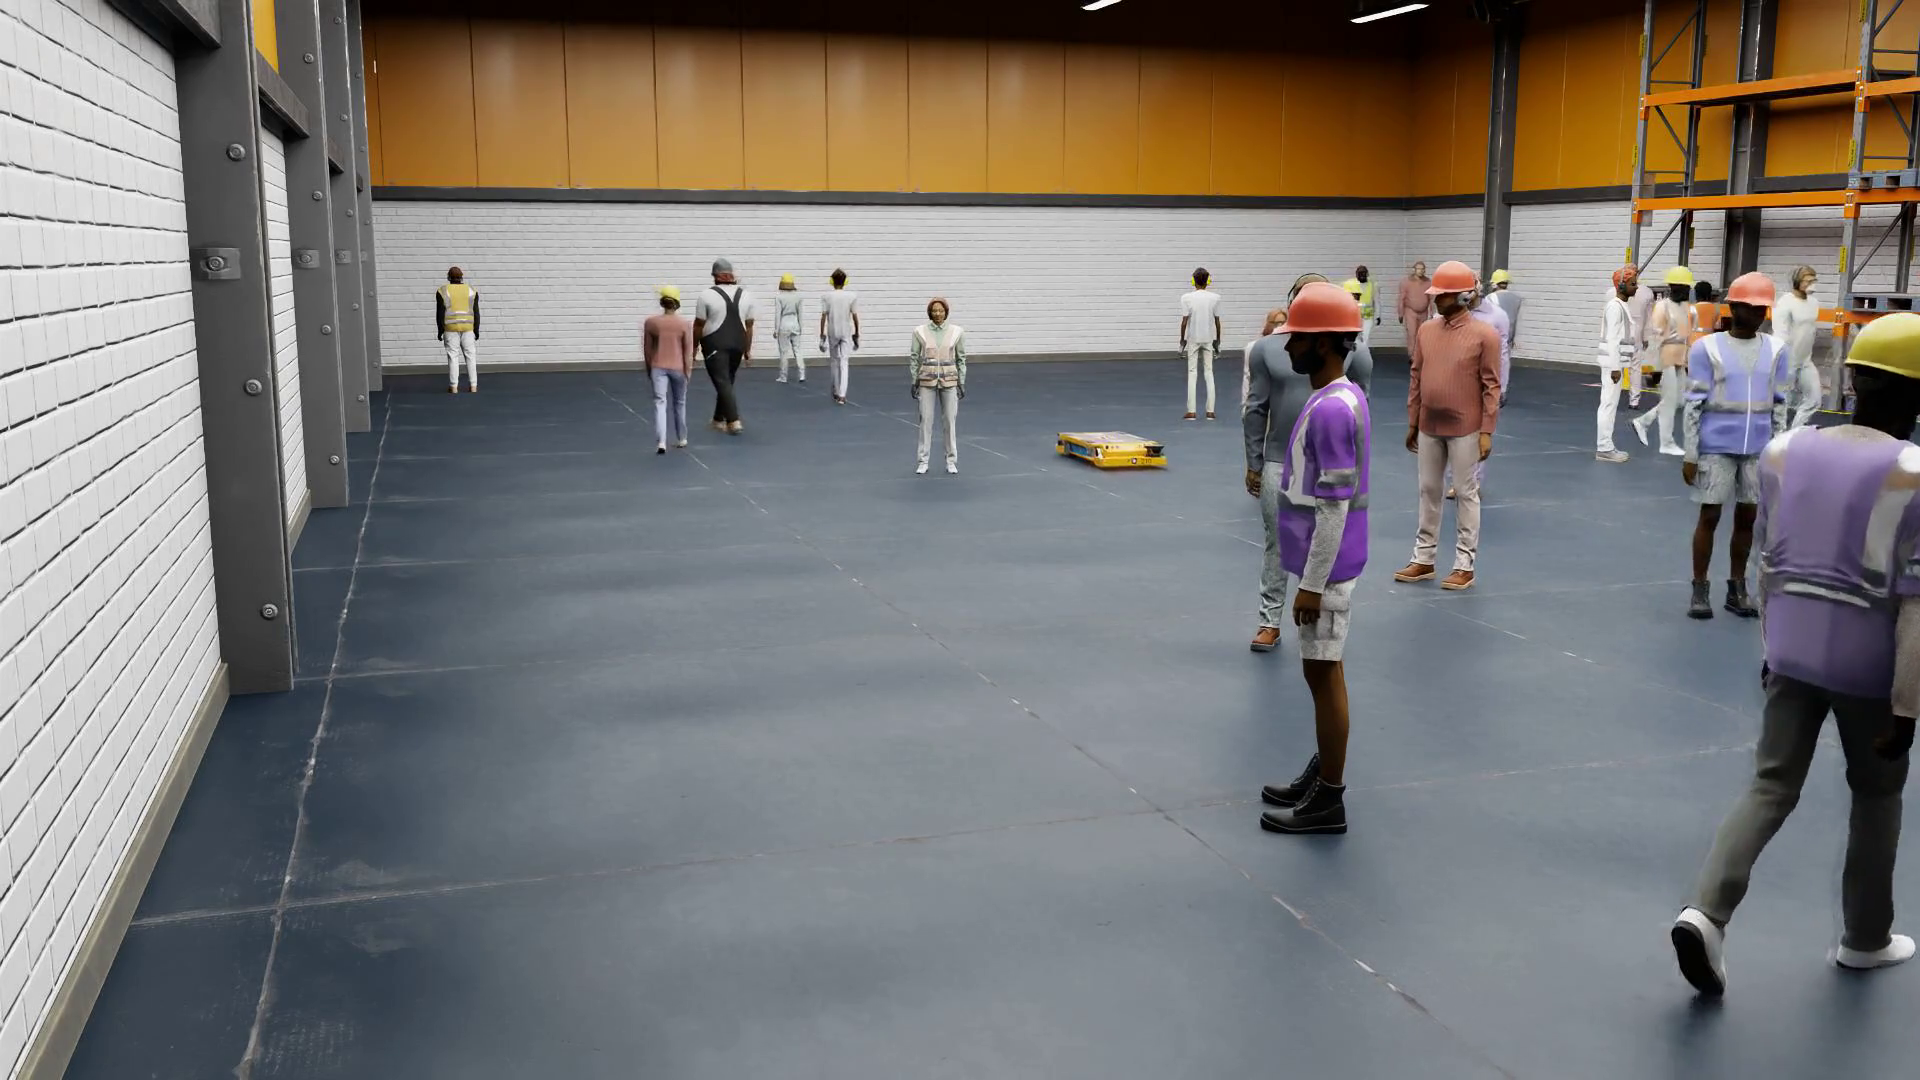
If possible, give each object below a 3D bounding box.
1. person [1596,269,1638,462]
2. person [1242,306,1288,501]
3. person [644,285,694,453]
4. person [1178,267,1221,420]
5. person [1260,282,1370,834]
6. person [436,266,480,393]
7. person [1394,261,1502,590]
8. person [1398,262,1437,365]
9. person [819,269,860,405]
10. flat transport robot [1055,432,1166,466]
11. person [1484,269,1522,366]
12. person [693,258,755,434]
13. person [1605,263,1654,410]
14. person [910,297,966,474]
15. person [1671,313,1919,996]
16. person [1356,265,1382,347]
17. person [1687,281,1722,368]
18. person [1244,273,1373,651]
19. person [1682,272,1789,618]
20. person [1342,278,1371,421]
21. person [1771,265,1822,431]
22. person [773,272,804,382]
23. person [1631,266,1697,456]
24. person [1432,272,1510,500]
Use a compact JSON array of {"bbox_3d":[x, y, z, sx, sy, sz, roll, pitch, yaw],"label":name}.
[{"bbox_3d":[6.472,-1.718,16.390,0.360,1.883,0.574,5,11,26],"label":"person"},{"bbox_3d":[2.486,-1.033,13.145,0.514,1.621,0.434,1,10,7],"label":"person"},{"bbox_3d":[-2.999,-1.758,17.136,0.524,1.714,0.952,-1,10,-5],"label":"person"},{"bbox_3d":[2.939,-2.400,20.391,0.532,1.864,0.312,-1,10,-4],"label":"person"},{"bbox_3d":[1.255,0.072,5.867,0.355,1.939,0.544,2,10,13],"label":"person"},{"bbox_3d":[-7.352,-3.074,24.358,0.633,1.842,0.429,-6,11,-31],"label":"person"},{"bbox_3d":[2.982,-0.693,10.152,0.391,1.987,0.610,-8,12,-38],"label":"person"},{"bbox_3d":[8.330,-4.097,30.191,0.645,1.865,0.954,-2,10,-9],"label":"person"},{"bbox_3d":[-1.637,-2.758,22.594,0.543,1.820,1.007,-1,10,-5],"label":"person"},{"bbox_3d":[1.462,-0.907,16.349,0.652,0.197,1.431,-3,10,-14],"label":"flat transport robot"},{"bbox_3d":[7.296,-2.752,22.557,0.611,1.812,0.459,-3,10,-16],"label":"person"},{"bbox_3d":[-2.693,-2.238,18.940,0.687,2.000,1.015,-8,12,-38],"label":"person"},{"bbox_3d":[8.663,-2.643,21.670,0.653,1.906,0.405,-1,10,-4],"label":"person"},{"bbox_3d":[-0.202,-1.425,15.398,0.523,1.637,0.306,0,10,-2],"label":"person"},{"bbox_3d":[2.356,0.327,4.538,0.884,1.890,0.579,-6,12,-32],"label":"person"},{"bbox_3d":[7.125,-3.940,29.441,0.648,1.807,0.817,1,10,7],"label":"person"},{"bbox_3d":[9.510,-2.504,21.552,0.538,1.674,0.689,-2,10,-9],"label":"person"},{"bbox_3d":[1.758,-0.381,8.485,0.630,1.940,0.372,3,10,16],"label":"person"},{"bbox_3d":[4.342,-0.518,9.298,0.585,1.931,0.382,0,10,1],"label":"person"},{"bbox_3d":[4.659,-2.320,20.301,0.524,1.741,0.744,-9,13,-43],"label":"person"},{"bbox_3d":[8.101,-1.689,16.111,0.655,1.916,0.582,-6,11,-30],"label":"person"},{"bbox_3d":[-2.722,-3.359,26.338,0.489,1.755,0.338,-6,12,-32],"label":"person"},{"bbox_3d":[7.168,-1.818,16.872,0.609,1.913,0.584,-8,13,-41],"label":"person"},{"bbox_3d":[4.097,-1.248,13.625,0.680,1.890,0.656,6,11,31],"label":"person"}]
